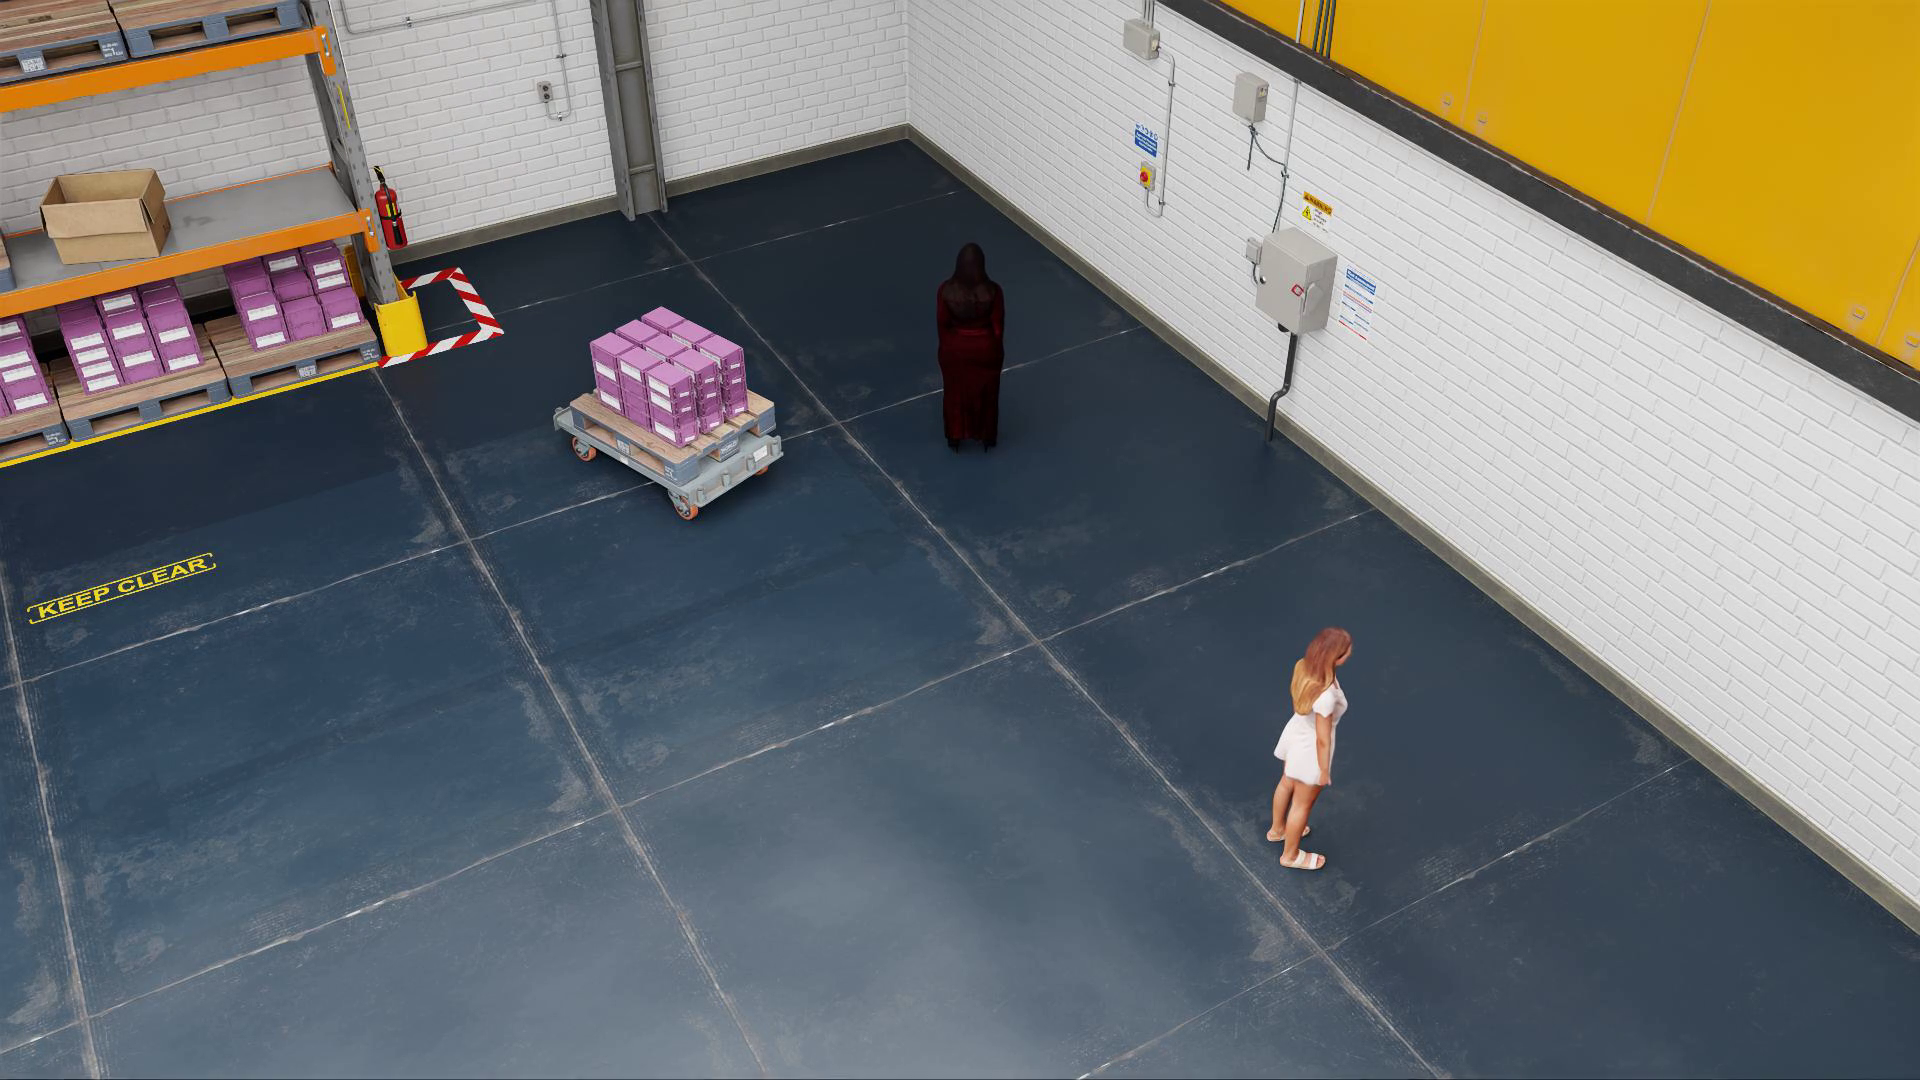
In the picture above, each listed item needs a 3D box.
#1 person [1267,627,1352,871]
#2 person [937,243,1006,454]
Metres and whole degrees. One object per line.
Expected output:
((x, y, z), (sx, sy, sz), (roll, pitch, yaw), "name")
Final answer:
((1.939, 1.150, 9.282), (0.666, 1.696, 0.648), (-5, 39, -6), "person")
((0.083, -1.412, 12.445), (0.723, 1.753, 0.824), (1, 39, 2), "person")
